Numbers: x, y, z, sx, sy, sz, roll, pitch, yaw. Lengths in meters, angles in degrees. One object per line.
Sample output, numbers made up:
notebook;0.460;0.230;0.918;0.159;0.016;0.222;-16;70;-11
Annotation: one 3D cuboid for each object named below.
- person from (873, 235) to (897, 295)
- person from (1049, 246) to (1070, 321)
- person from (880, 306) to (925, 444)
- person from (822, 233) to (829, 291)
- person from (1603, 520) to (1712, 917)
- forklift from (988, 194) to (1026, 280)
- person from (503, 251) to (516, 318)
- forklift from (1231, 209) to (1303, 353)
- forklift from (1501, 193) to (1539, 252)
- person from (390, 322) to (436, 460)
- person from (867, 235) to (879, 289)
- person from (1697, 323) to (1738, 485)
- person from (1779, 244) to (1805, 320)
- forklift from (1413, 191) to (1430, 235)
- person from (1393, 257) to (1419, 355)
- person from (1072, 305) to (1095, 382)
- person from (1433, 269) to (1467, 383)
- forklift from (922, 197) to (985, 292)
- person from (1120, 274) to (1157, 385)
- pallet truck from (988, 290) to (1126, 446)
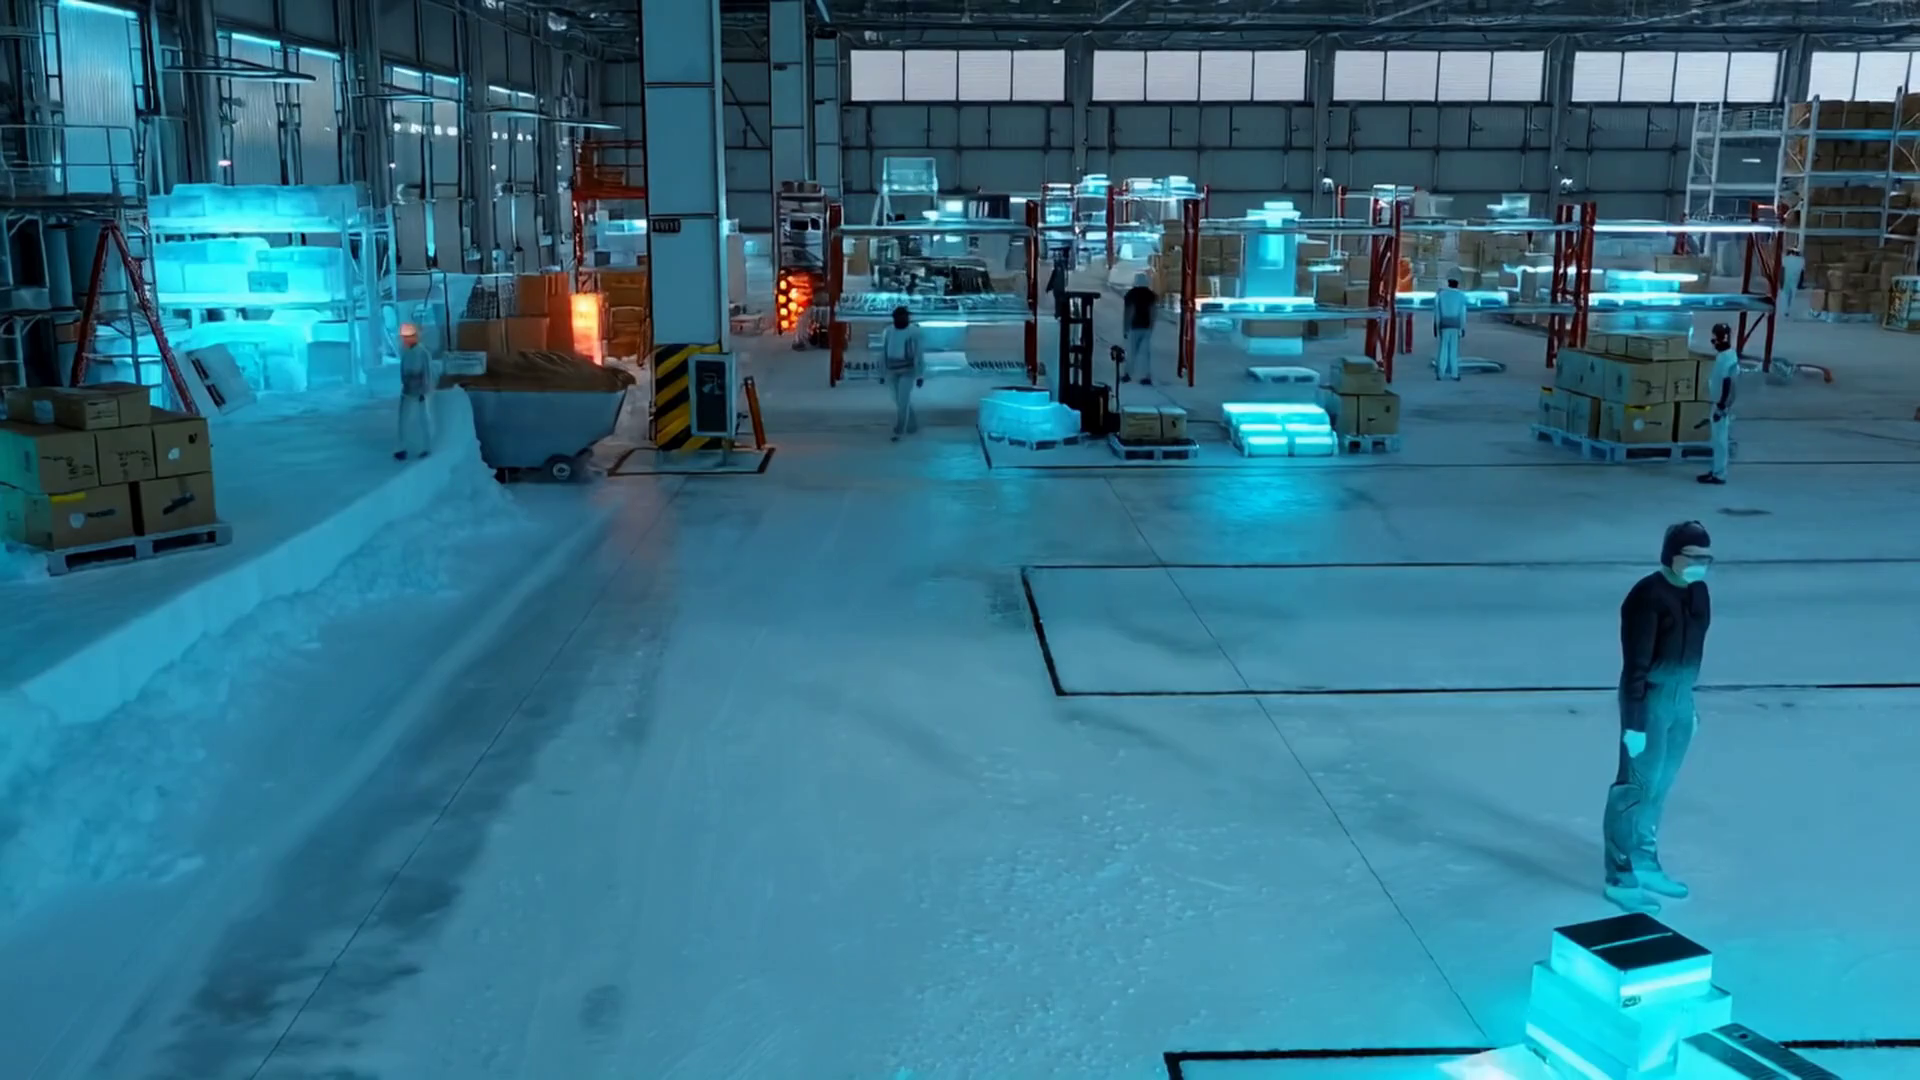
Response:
person;-2.016;-7.465;45.736;0.555;1.869;1.031;7;14;29
person;2.389;-6.158;39.952;0.534;1.816;0.480;-2;13;-10
person;-0.753;-2.221;22.196;0.630;1.813;0.835;7;14;30
person;-3.527;-7.249;44.589;0.352;1.939;0.552;-7;14;-28
person;3.404;0.841;8.081;0.629;1.933;0.379;-10;16;-39
forklift;1.329;-10.103;55.334;1.873;2.768;1.129;-7;14;-28
person;-11.047;-6.252;40.799;0.313;1.634;0.515;-9;15;-35
forklift;6.194;-5.211;33.247;1.129;2.768;1.873;0;12;-2
forklift;19.009;-10.485;57.062;1.873;2.768;1.129;-11;17;-42
person;-6.819;-1.830;20.606;0.512;1.713;0.737;6;14;25
person;-2.690;-8.701;51.287;0.338;1.877;0.574;-3;13;-12
person;8.701;-1.551;19.059;0.328;1.861;0.503;3;13;13
person;20.316;-6.308;40.610;0.529;1.834;0.934;4;13;17
forklift;17.364;-11.754;62.790;1.873;2.768;1.129;0;12;-2
person;8.720;-4.590;32.637;0.388;1.919;0.594;-7;14;-30
person;1.786;-2.574;24.062;0.322;1.690;0.532;-1;13;-3
person;8.340;-3.638;28.325;0.586;1.924;0.370;9;15;35
forklift;-0.157;-8.447;47.859;1.129;2.768;1.873;-7;14;-30
person;3.022;-3.566;28.114;0.634;1.883;1.037;-4;13;-16
pallet truck;1.257;-2.299;22.111;1.885;1.965;0.823;-9;15;-35
